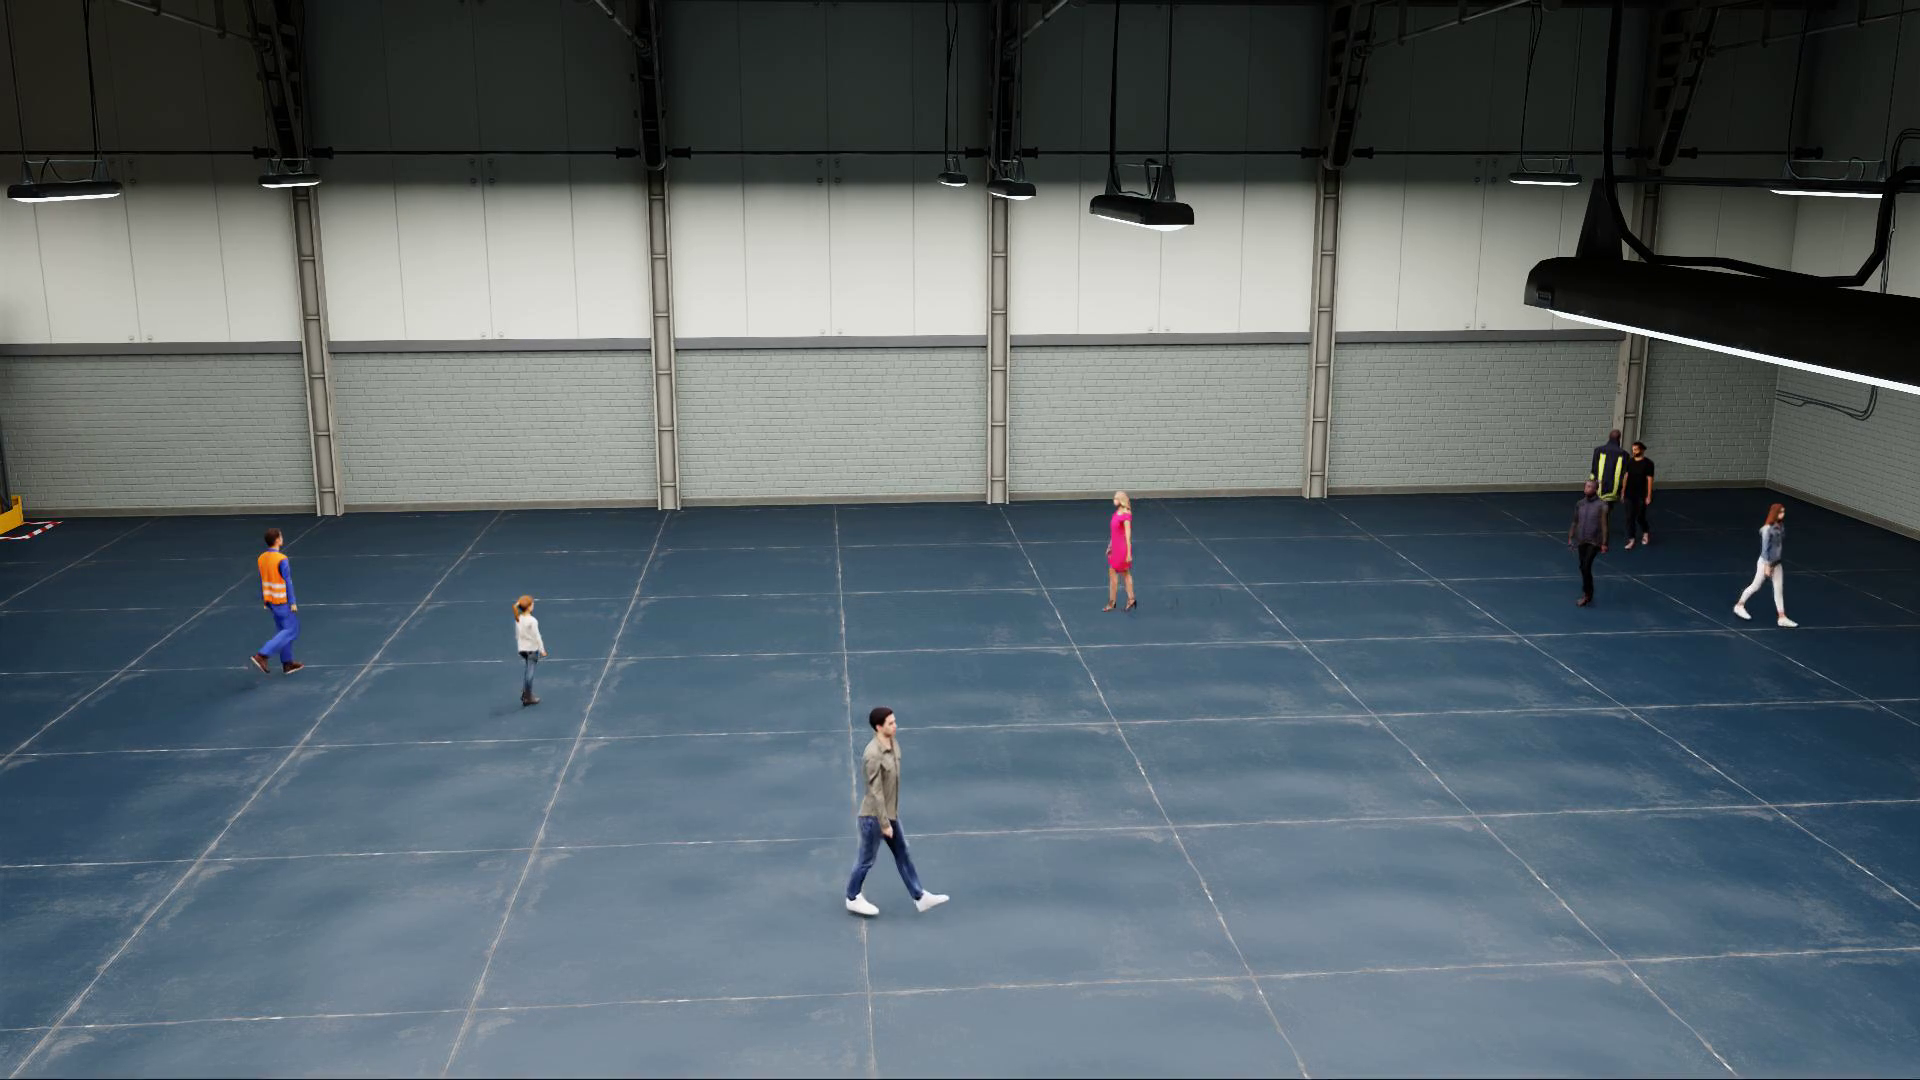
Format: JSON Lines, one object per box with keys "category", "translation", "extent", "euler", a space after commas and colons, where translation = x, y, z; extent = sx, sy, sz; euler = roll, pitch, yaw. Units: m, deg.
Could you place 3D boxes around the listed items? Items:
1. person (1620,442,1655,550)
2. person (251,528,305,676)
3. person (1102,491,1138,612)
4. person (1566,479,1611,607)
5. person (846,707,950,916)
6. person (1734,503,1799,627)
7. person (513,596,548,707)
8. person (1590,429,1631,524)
{"category": "person", "translation": [11.039, -0.728, 27.041], "extent": [0.861, 1.740, 0.931], "euler": [12, 18, 42]}
{"category": "person", "translation": [-8.353, 0.791, 20.247], "extent": [1.055, 1.844, 1.093], "euler": [9, 16, 34]}
{"category": "person", "translation": [2.349, 0.161, 23.274], "extent": [0.760, 1.707, 0.621], "euler": [-3, 13, -11]}
{"category": "person", "translation": [8.987, 0.034, 23.567], "extent": [0.836, 1.822, 0.847], "euler": [-7, 15, -28]}
{"category": "person", "translation": [-0.752, 2.283, 13.860], "extent": [1.247, 1.820, 1.048], "euler": [5, 14, 21]}
{"category": "person", "translation": [10.935, 0.331, 22.647], "extent": [1.160, 1.659, 1.028], "euler": [-8, 15, -31]}
{"category": "person", "translation": [-5.040, 1.299, 19.241], "extent": [0.581, 1.309, 0.643], "euler": [9, 16, 35]}
{"category": "person", "translation": [10.842, -0.946, 27.836], "extent": [0.922, 1.805, 0.991], "euler": [4, 14, 16]}
